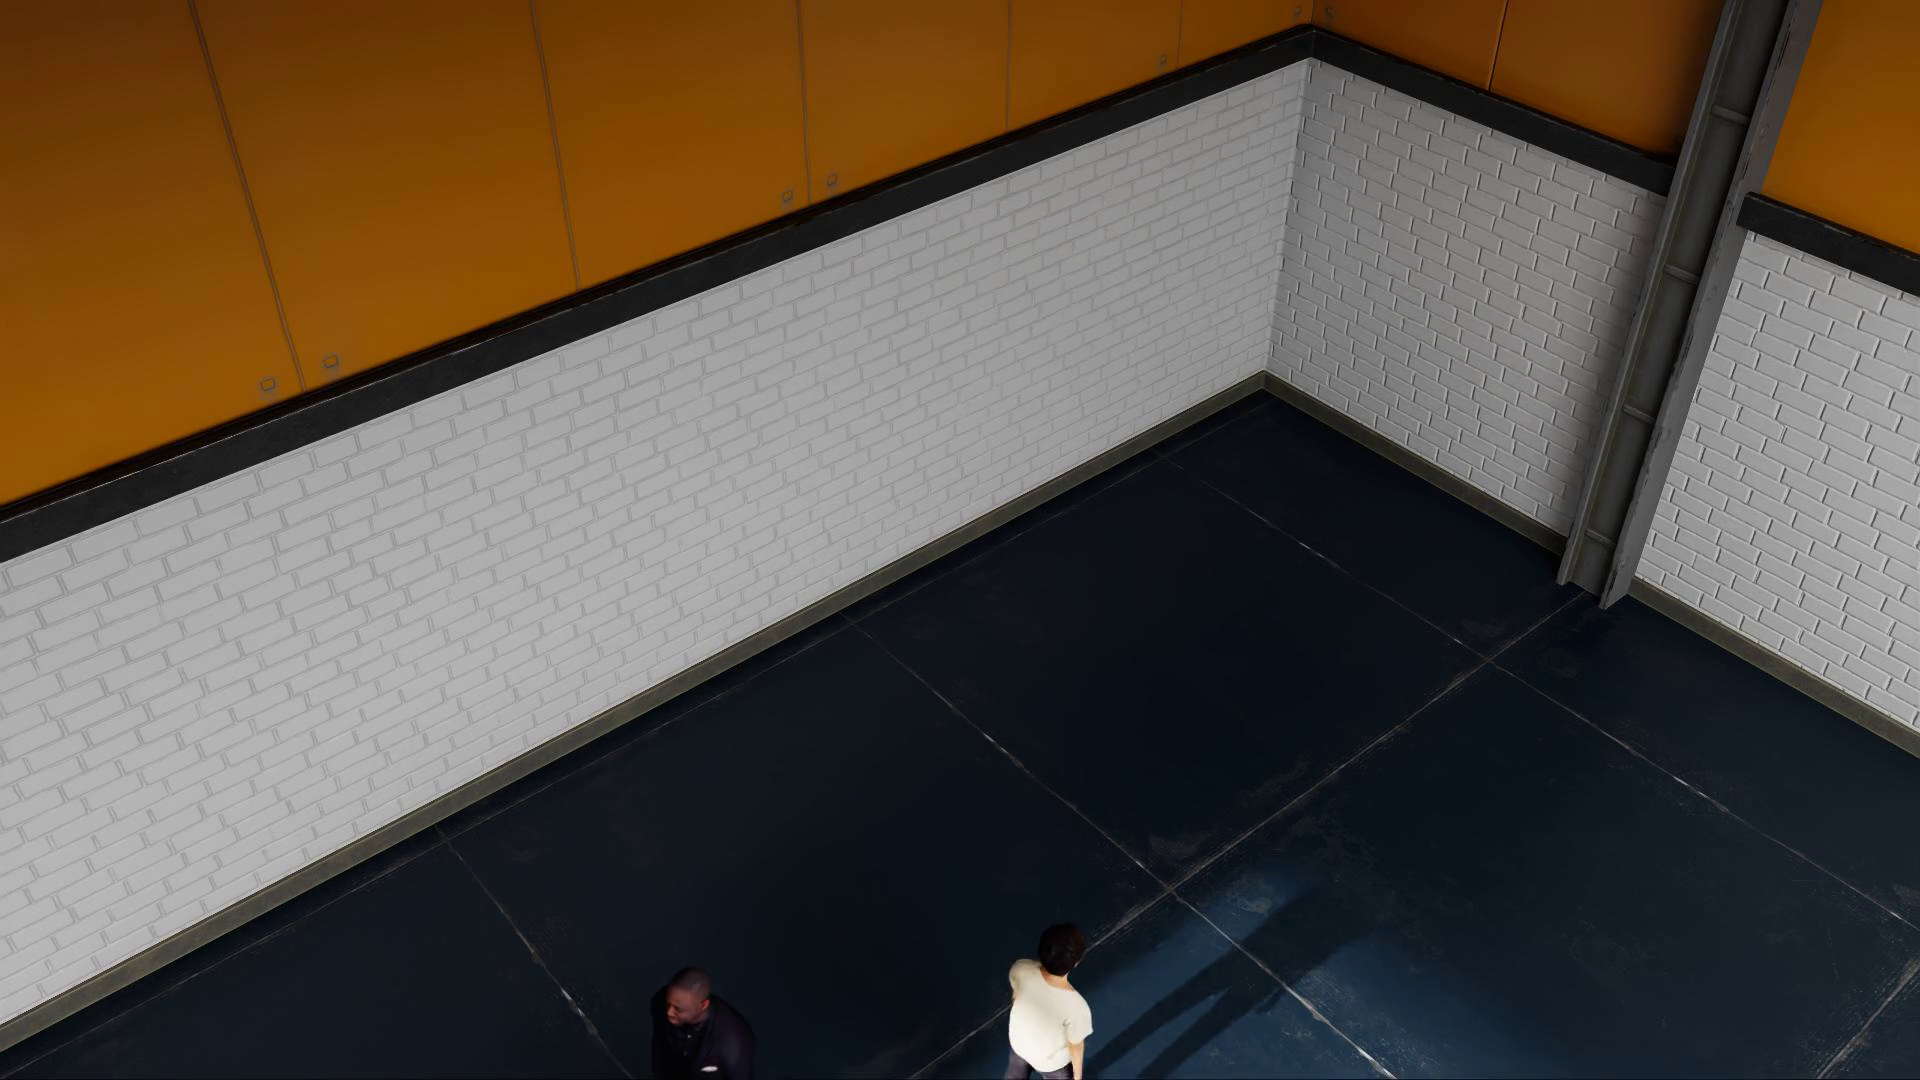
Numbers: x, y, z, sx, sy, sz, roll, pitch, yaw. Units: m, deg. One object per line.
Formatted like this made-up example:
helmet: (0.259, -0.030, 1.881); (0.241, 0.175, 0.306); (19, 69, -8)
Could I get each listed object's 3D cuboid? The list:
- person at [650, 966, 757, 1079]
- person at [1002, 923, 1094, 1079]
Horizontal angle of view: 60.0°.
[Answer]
person: (-1.064, 2.459, 7.490); (1.166, 1.785, 0.950); (27, 46, 30)
person: (0.391, 2.364, 7.773); (0.573, 1.580, 0.728); (27, 46, 30)
